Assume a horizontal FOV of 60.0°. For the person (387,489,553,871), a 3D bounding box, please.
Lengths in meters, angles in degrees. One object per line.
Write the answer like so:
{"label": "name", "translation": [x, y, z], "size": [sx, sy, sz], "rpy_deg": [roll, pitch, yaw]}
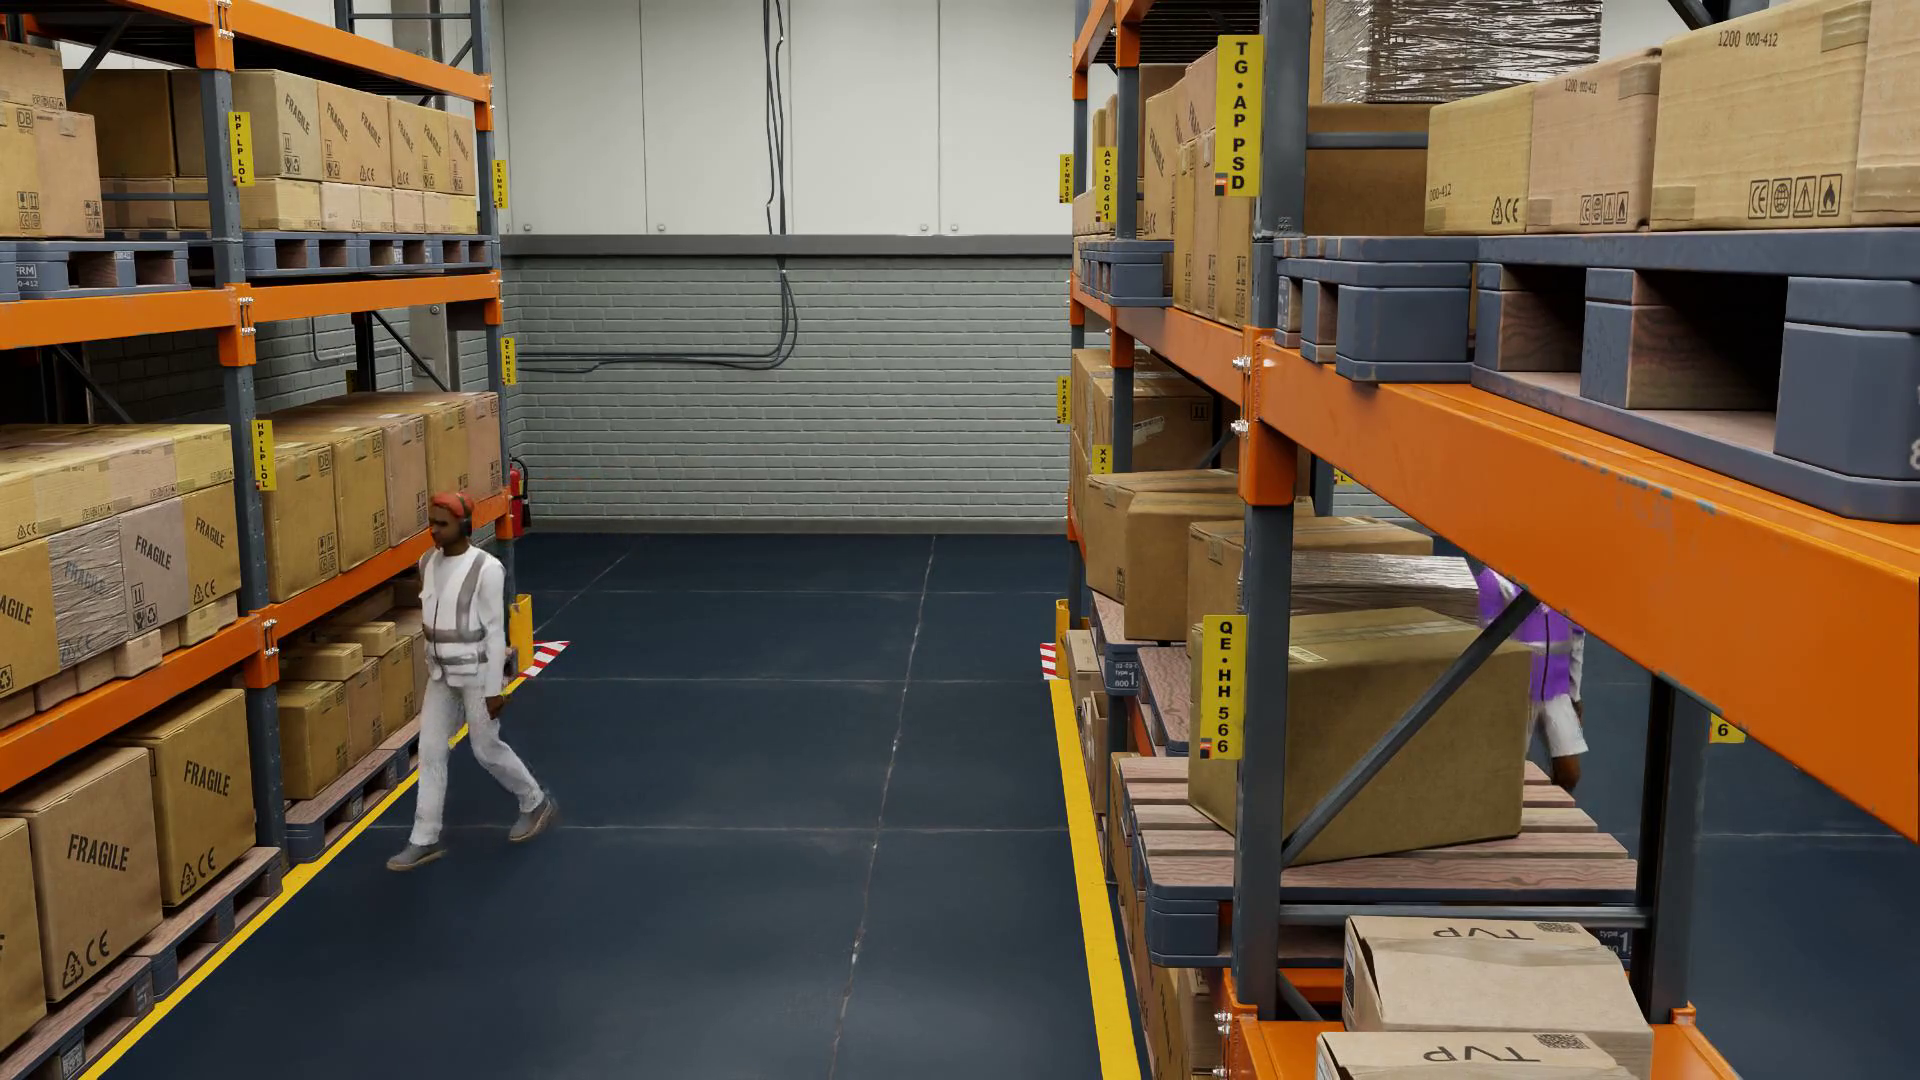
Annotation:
{"label": "person", "translation": [-2.452, 0.659, 8.249], "size": [0.592, 1.854, 0.868], "rpy_deg": [7, 12, 33]}

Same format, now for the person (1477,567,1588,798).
{"label": "person", "translation": [2.670, 0.721, 7.699], "size": [0.586, 1.918, 0.615], "rpy_deg": [-1, 10, -7]}

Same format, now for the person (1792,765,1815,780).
{"label": "person", "translation": [5.020, 0.413, 9.397], "size": [0.628, 1.935, 0.373], "rpy_deg": [2, 10, 9]}
